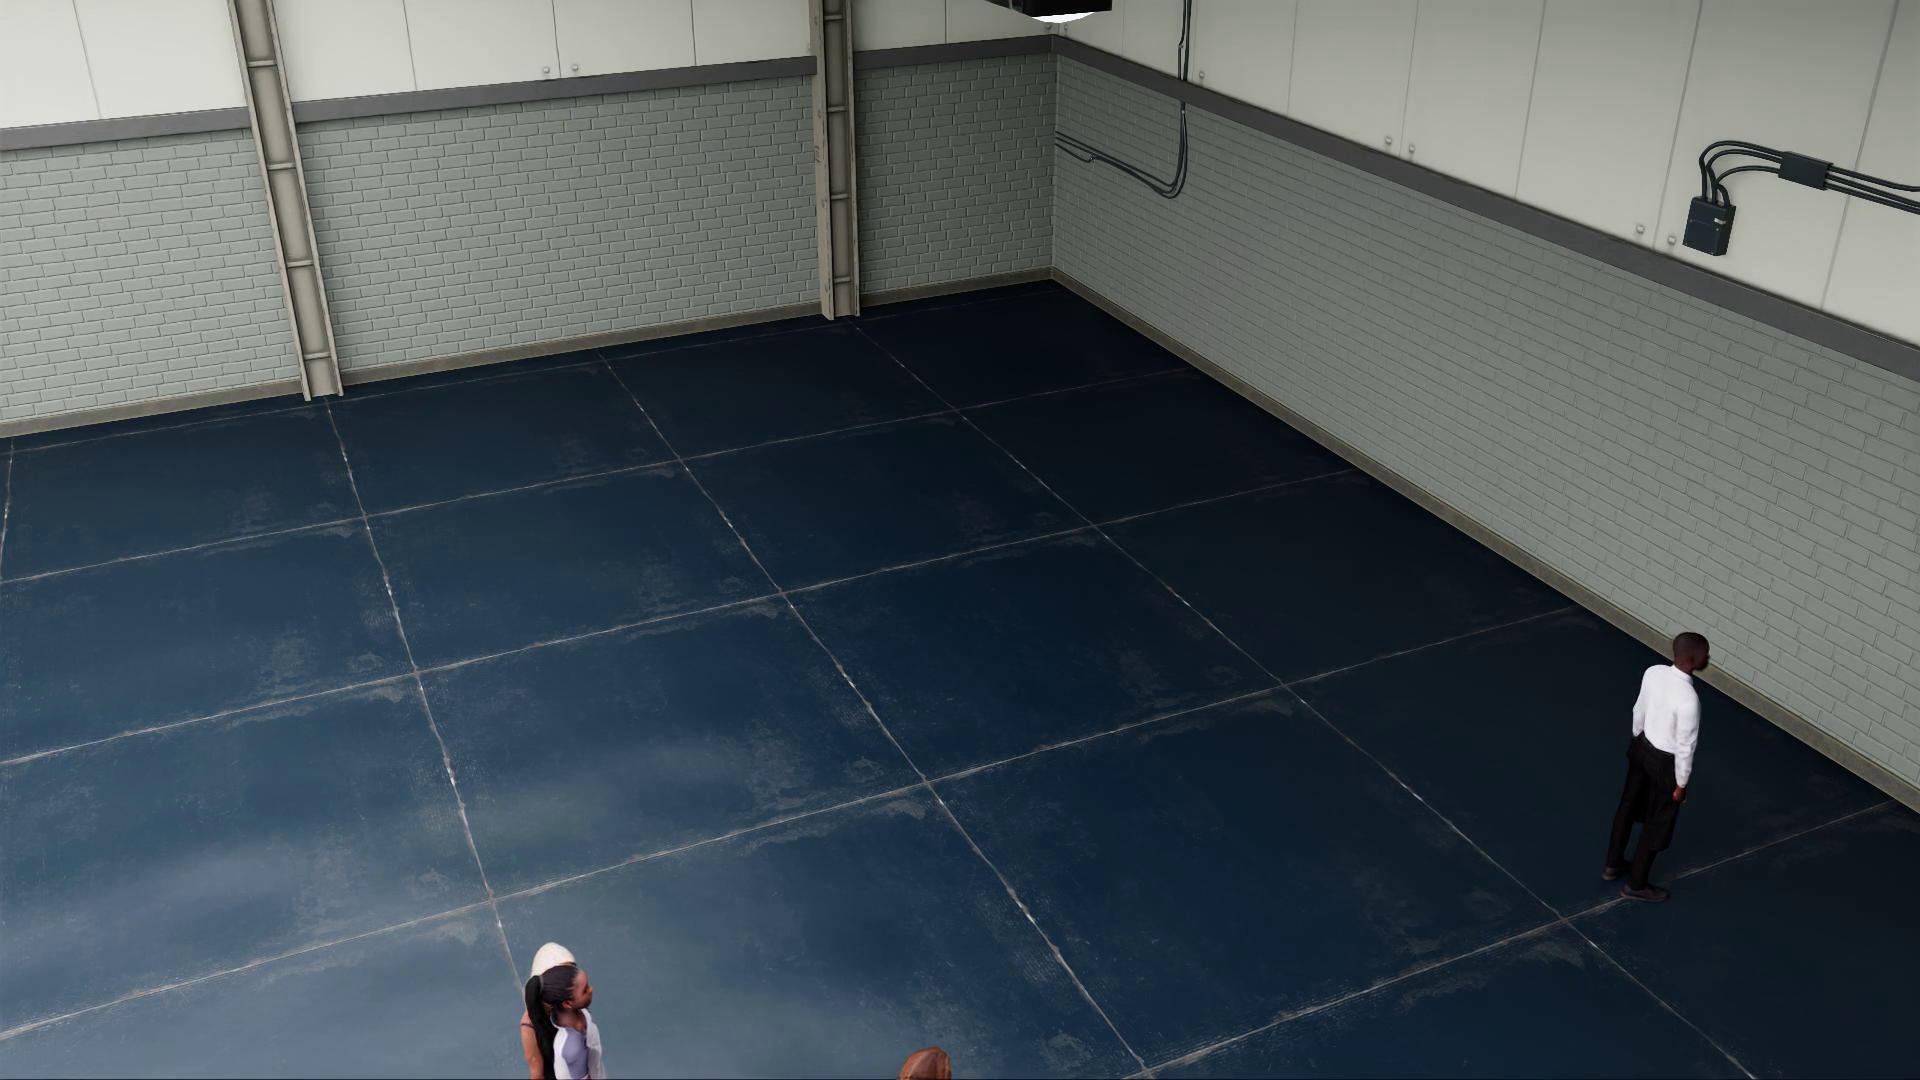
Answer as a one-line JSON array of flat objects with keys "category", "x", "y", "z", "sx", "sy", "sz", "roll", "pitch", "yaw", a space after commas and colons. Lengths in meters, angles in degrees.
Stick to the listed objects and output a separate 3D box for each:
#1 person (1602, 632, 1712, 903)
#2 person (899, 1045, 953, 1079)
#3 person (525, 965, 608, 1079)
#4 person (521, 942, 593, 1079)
[{"category": "person", "x": 4.287, "y": 1.377, "z": 10.223, "sx": 0.599, "sy": 1.834, "sz": 0.685, "roll": -7, "pitch": 28, "yaw": -12}, {"category": "person", "x": -0.165, "y": 2.916, "z": 7.355, "sx": 0.535, "sy": 1.721, "sz": 0.612, "roll": -16, "pitch": 31, "yaw": -28}, {"category": "person", "x": -1.778, "y": 2.677, "z": 7.819, "sx": 0.552, "sy": 1.722, "sz": 0.606, "roll": -11, "pitch": 29, "yaw": -20}, {"category": "person", "x": -1.881, "y": 2.611, "z": 7.924, "sx": 0.735, "sy": 1.744, "sz": 0.654, "roll": 12, "pitch": 30, "yaw": 22}]
